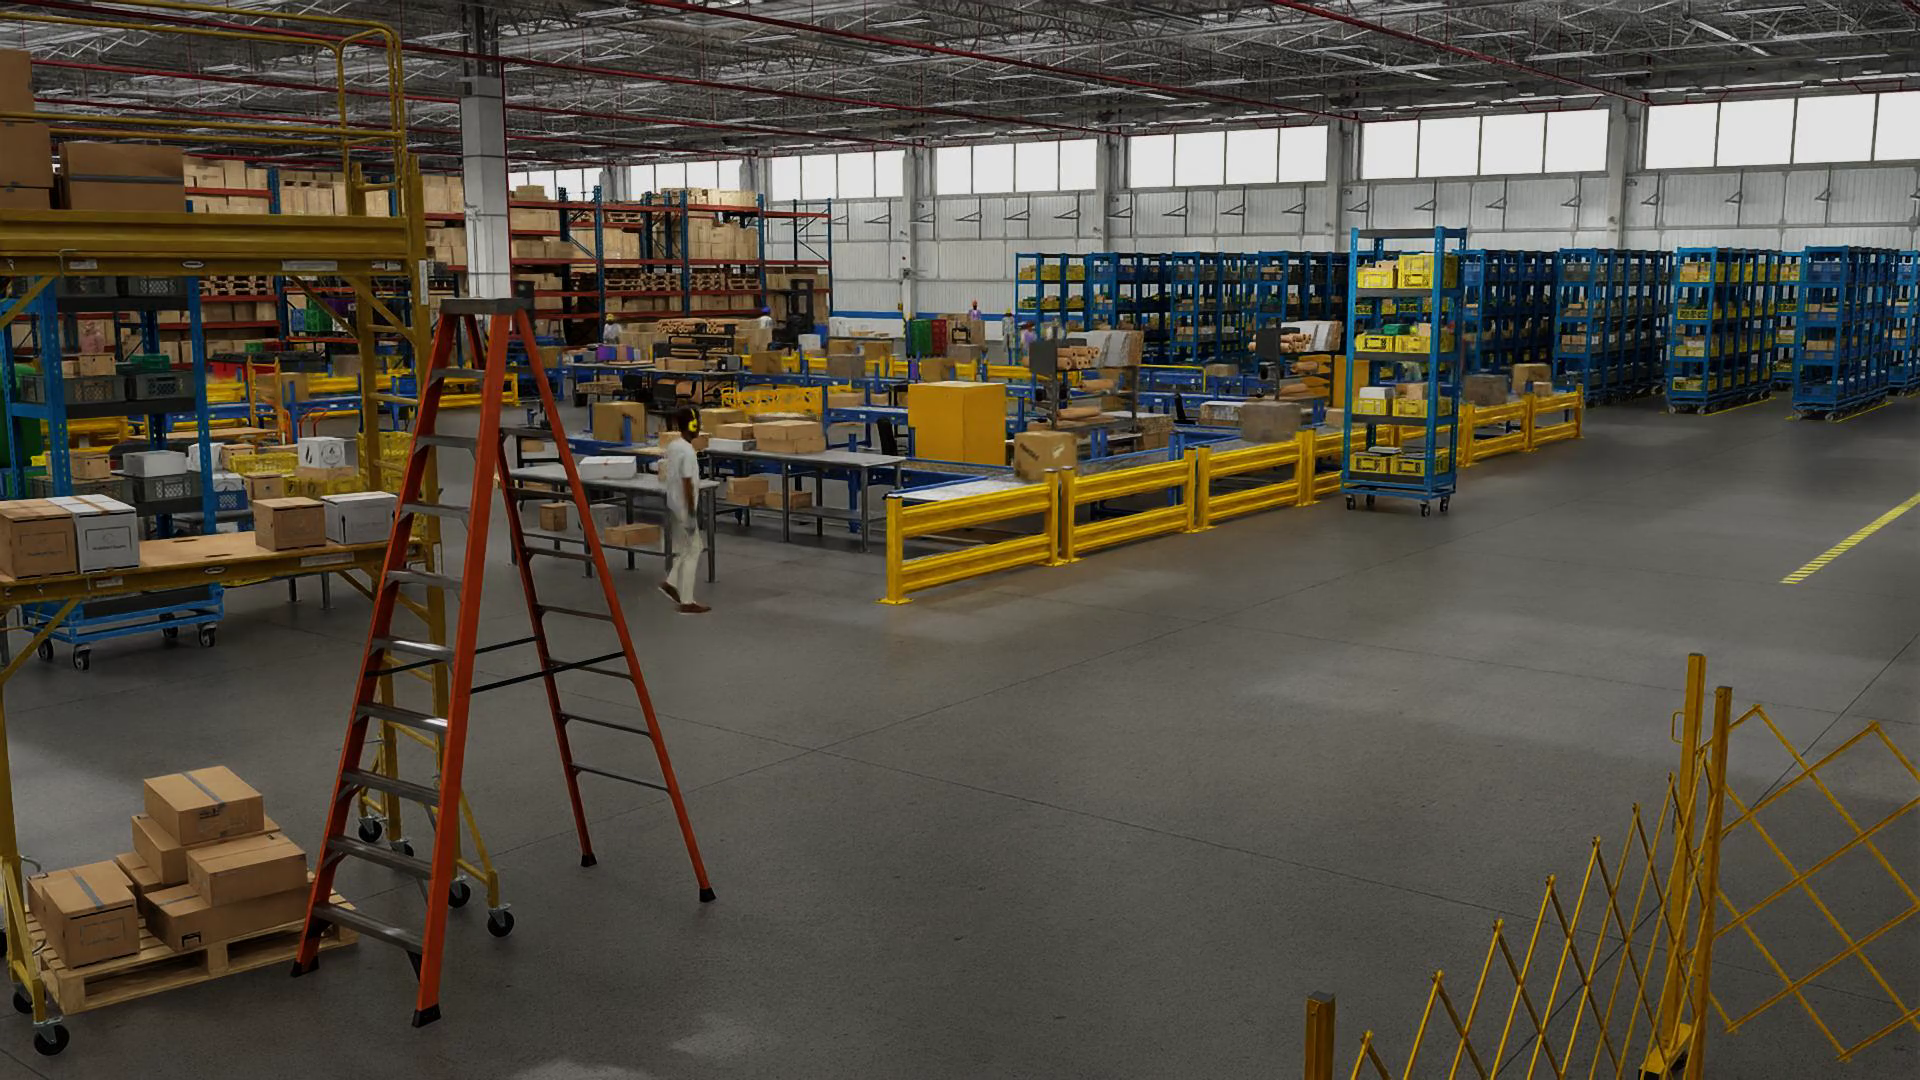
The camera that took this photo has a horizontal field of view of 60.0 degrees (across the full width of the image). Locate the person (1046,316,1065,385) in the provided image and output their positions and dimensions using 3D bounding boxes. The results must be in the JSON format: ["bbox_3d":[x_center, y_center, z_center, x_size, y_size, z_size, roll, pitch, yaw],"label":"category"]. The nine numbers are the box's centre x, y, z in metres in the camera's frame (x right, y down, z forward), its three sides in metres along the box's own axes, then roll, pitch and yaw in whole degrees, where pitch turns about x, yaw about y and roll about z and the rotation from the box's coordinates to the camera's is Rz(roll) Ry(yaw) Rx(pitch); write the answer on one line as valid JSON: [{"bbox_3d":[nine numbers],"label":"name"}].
[{"bbox_3d":[2.625,-5.090,44.905,0.430,1.879,0.661,8,12,39],"label":"person"}]

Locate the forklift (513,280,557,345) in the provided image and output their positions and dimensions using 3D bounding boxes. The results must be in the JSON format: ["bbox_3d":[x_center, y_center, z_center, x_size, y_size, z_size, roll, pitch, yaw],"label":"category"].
[{"bbox_3d":[-13.679,-6.754,52.184,1.129,2.768,1.873,7,11,37],"label":"forklift"}]

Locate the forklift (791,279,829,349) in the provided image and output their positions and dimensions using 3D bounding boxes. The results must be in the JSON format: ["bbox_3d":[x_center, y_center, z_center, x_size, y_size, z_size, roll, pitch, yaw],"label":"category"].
[{"bbox_3d":[-5.966,-8.536,63.308,1.129,2.768,1.873,7,11,37],"label":"forklift"}]

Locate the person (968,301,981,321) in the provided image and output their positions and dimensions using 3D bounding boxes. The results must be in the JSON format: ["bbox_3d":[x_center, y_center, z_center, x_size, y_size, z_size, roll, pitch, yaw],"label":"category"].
[{"bbox_3d":[0.600,-8.706,67.302,0.542,1.938,0.357,-2,9,-14],"label":"person"}]

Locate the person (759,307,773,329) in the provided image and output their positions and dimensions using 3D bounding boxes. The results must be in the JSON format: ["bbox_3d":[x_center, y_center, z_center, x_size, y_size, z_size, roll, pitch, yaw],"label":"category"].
[{"bbox_3d":[-6.534,-6.902,56.070,0.634,1.926,0.592,8,12,42],"label":"person"}]

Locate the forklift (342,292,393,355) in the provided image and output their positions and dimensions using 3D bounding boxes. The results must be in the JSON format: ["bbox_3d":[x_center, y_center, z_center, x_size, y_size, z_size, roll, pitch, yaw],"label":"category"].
[{"bbox_3d":[-16.485,-5.622,45.120,1.129,2.768,1.873,7,11,37],"label":"forklift"}]

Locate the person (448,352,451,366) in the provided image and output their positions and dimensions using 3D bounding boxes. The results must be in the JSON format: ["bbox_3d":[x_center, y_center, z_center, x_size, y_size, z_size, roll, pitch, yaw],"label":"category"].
[{"bbox_3d":[-14.461,-5.227,46.409,0.695,1.676,0.539,5,10,28],"label":"person"}]

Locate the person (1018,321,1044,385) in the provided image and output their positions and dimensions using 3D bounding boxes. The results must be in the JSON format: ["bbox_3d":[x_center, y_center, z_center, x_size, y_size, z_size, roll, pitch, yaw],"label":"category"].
[{"bbox_3d":[1.867,-4.933,44.223,0.937,1.785,0.564,6,11,31],"label":"person"}]

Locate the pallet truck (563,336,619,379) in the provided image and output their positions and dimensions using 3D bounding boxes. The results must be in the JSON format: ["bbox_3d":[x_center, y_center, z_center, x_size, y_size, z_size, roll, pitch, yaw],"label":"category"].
[{"bbox_3d":[-10.690,-5.294,48.215,1.601,1.201,0.680,-5,10,-26],"label":"pallet truck"}]

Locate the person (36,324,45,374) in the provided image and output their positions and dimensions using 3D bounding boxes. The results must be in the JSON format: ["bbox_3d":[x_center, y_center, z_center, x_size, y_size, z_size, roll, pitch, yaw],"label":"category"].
[{"bbox_3d":[-26.035,-5.302,47.060,0.733,1.603,0.514,-8,12,-41],"label":"person"}]

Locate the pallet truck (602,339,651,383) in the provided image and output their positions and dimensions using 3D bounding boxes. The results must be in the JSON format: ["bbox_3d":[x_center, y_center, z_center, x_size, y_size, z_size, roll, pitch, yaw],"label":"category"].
[{"bbox_3d":[-8.991,-4.871,45.351,0.653,1.274,1.630,7,11,37],"label":"pallet truck"}]

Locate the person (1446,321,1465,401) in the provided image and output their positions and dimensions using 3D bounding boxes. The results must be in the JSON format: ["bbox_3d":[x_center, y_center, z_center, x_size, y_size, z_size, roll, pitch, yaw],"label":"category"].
[{"bbox_3d":[11.096,-3.917,37.309,0.491,1.967,0.633,7,12,38],"label":"person"}]

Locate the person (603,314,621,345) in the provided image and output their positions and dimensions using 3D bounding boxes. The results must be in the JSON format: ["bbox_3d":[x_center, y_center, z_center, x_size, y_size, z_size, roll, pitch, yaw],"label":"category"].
[{"bbox_3d":[-10.768,-6.072,51.334,0.597,1.783,0.884,5,10,26],"label":"person"}]

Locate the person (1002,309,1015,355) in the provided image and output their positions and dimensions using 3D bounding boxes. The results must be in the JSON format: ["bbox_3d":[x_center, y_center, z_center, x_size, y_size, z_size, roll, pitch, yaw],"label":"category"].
[{"bbox_3d":[1.806,-7.735,61.883,0.485,1.734,0.346,-1,9,-8],"label":"person"}]

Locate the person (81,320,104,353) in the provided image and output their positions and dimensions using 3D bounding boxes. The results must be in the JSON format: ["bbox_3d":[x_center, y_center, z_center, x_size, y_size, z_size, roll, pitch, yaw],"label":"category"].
[{"bbox_3d":[-21.262,-4.432,40.720,0.643,1.909,0.410,3,10,20],"label":"person"}]

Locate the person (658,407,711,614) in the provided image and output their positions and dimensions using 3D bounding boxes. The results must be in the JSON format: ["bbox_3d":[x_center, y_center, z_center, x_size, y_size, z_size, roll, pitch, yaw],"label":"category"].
[{"bbox_3d":[-2.444,-0.266,14.904,0.436,1.845,0.535,-5,11,-30],"label":"person"}]

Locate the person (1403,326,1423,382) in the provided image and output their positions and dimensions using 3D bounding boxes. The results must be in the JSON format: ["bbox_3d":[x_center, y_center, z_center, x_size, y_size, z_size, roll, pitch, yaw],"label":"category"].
[{"bbox_3d":[10.634,-4.129,39.107,0.617,1.814,0.429,-8,12,-41],"label":"person"}]
